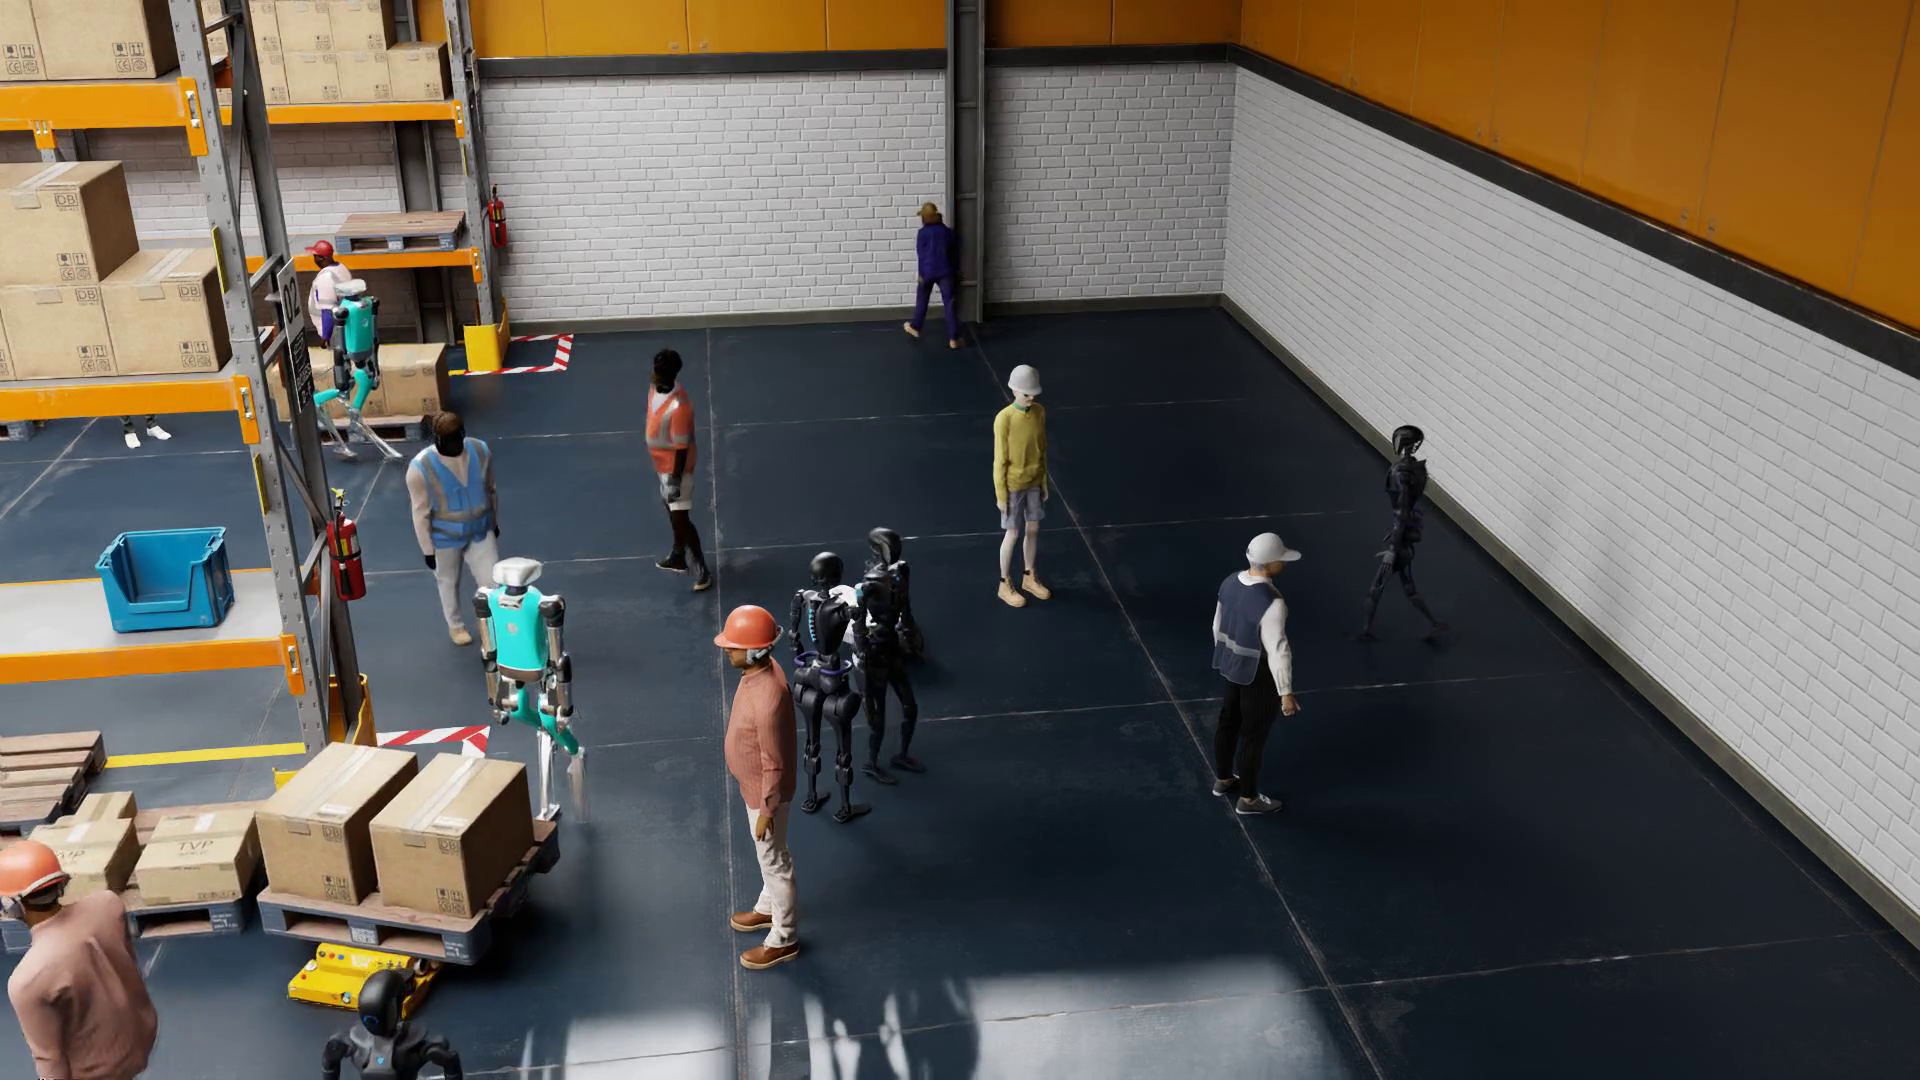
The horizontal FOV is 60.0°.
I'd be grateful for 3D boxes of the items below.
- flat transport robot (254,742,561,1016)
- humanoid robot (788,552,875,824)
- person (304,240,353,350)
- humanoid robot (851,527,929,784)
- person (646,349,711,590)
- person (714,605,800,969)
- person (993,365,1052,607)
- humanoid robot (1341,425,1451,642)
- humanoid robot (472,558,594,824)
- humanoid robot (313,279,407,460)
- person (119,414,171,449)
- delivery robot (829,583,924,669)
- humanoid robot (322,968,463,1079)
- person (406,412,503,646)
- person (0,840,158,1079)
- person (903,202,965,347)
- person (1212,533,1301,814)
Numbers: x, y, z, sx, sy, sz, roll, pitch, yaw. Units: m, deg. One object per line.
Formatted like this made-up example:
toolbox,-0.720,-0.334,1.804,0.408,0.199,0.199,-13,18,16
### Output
flat transport robot,-2.892,1.978,8.890,0.659,0.231,1.431,5,24,12
humanoid robot,-0.774,0.843,9.707,0.599,1.657,0.315,16,28,31
person,-6.111,-2.065,16.253,0.419,1.755,0.604,-1,24,-1
humanoid robot,-0.424,0.703,10.036,0.376,1.649,0.593,13,27,26
person,-2.185,-0.573,12.658,0.368,1.922,0.708,-10,26,-22
person,-1.008,1.237,8.435,0.378,1.994,0.610,-6,24,-13
person,0.447,-0.412,12.339,0.487,1.879,0.412,-18,30,-36
humanoid robot,3.157,-0.018,11.741,0.744,1.638,0.612,7,25,16
humanoid robot,-2.393,0.883,9.614,0.540,1.840,0.659,5,24,12
humanoid robot,-5.526,-1.491,14.965,0.951,1.756,0.547,9,25,20
person,-7.754,-1.795,15.496,0.319,1.870,0.527,18,29,34
delivery robot,-0.661,0.608,11.680,0.811,0.613,0.499,20,30,37
humanoid robot,-2.149,2.331,6.392,0.584,1.625,0.798,-1,24,-2
person,-3.418,-0.008,11.508,0.659,1.793,0.942,-18,30,-35
person,-3.451,2.060,6.633,0.754,1.936,0.621,3,24,7
person,-0.270,-2.982,18.564,0.543,1.578,0.766,-8,25,-17
person,1.718,0.774,9.778,0.444,1.756,0.764,-11,26,-23
